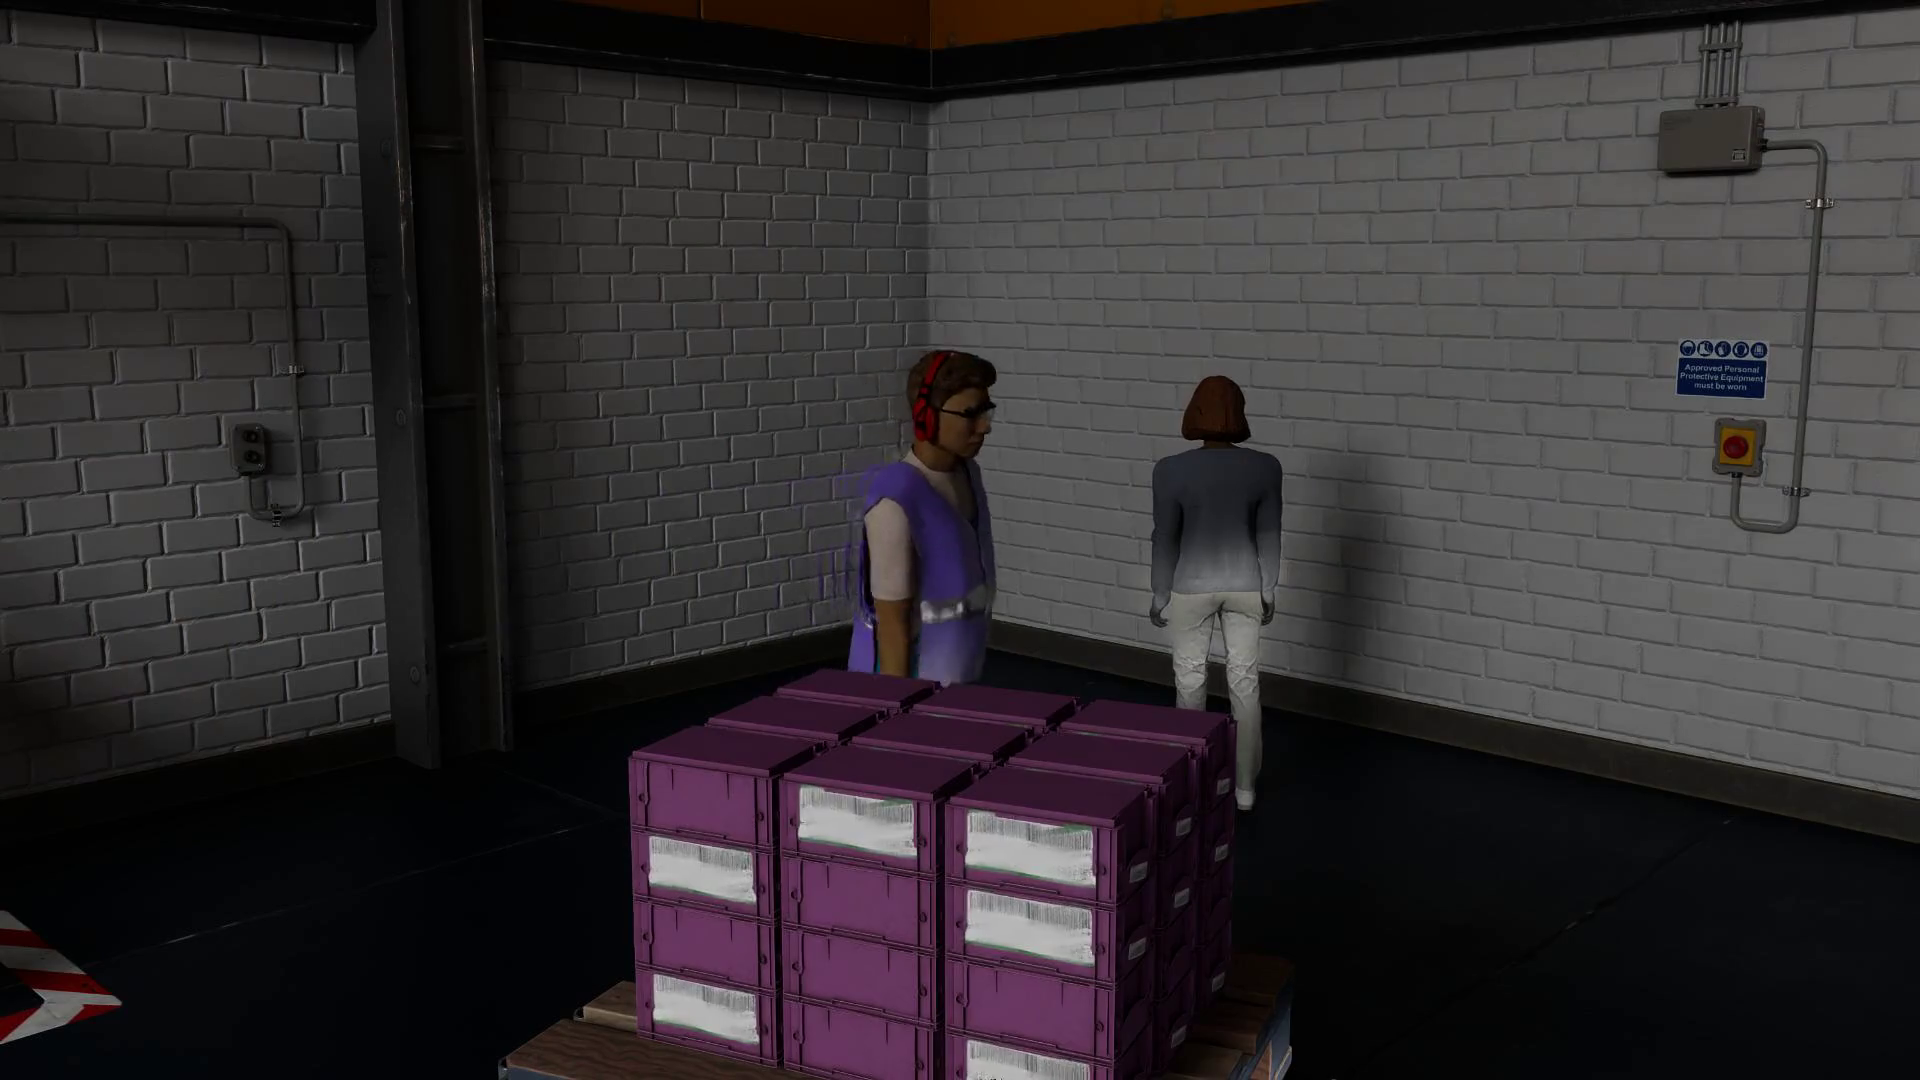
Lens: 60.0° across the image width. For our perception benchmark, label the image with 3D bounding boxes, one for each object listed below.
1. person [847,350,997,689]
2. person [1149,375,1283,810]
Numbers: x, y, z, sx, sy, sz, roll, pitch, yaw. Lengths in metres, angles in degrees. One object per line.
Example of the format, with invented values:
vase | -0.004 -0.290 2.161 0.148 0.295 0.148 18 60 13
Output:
person | -0.091 0.405 4.390 0.450 1.818 0.611 3 10 20
person | 0.945 0.209 6.178 0.499 1.633 0.286 -1 9 -9
